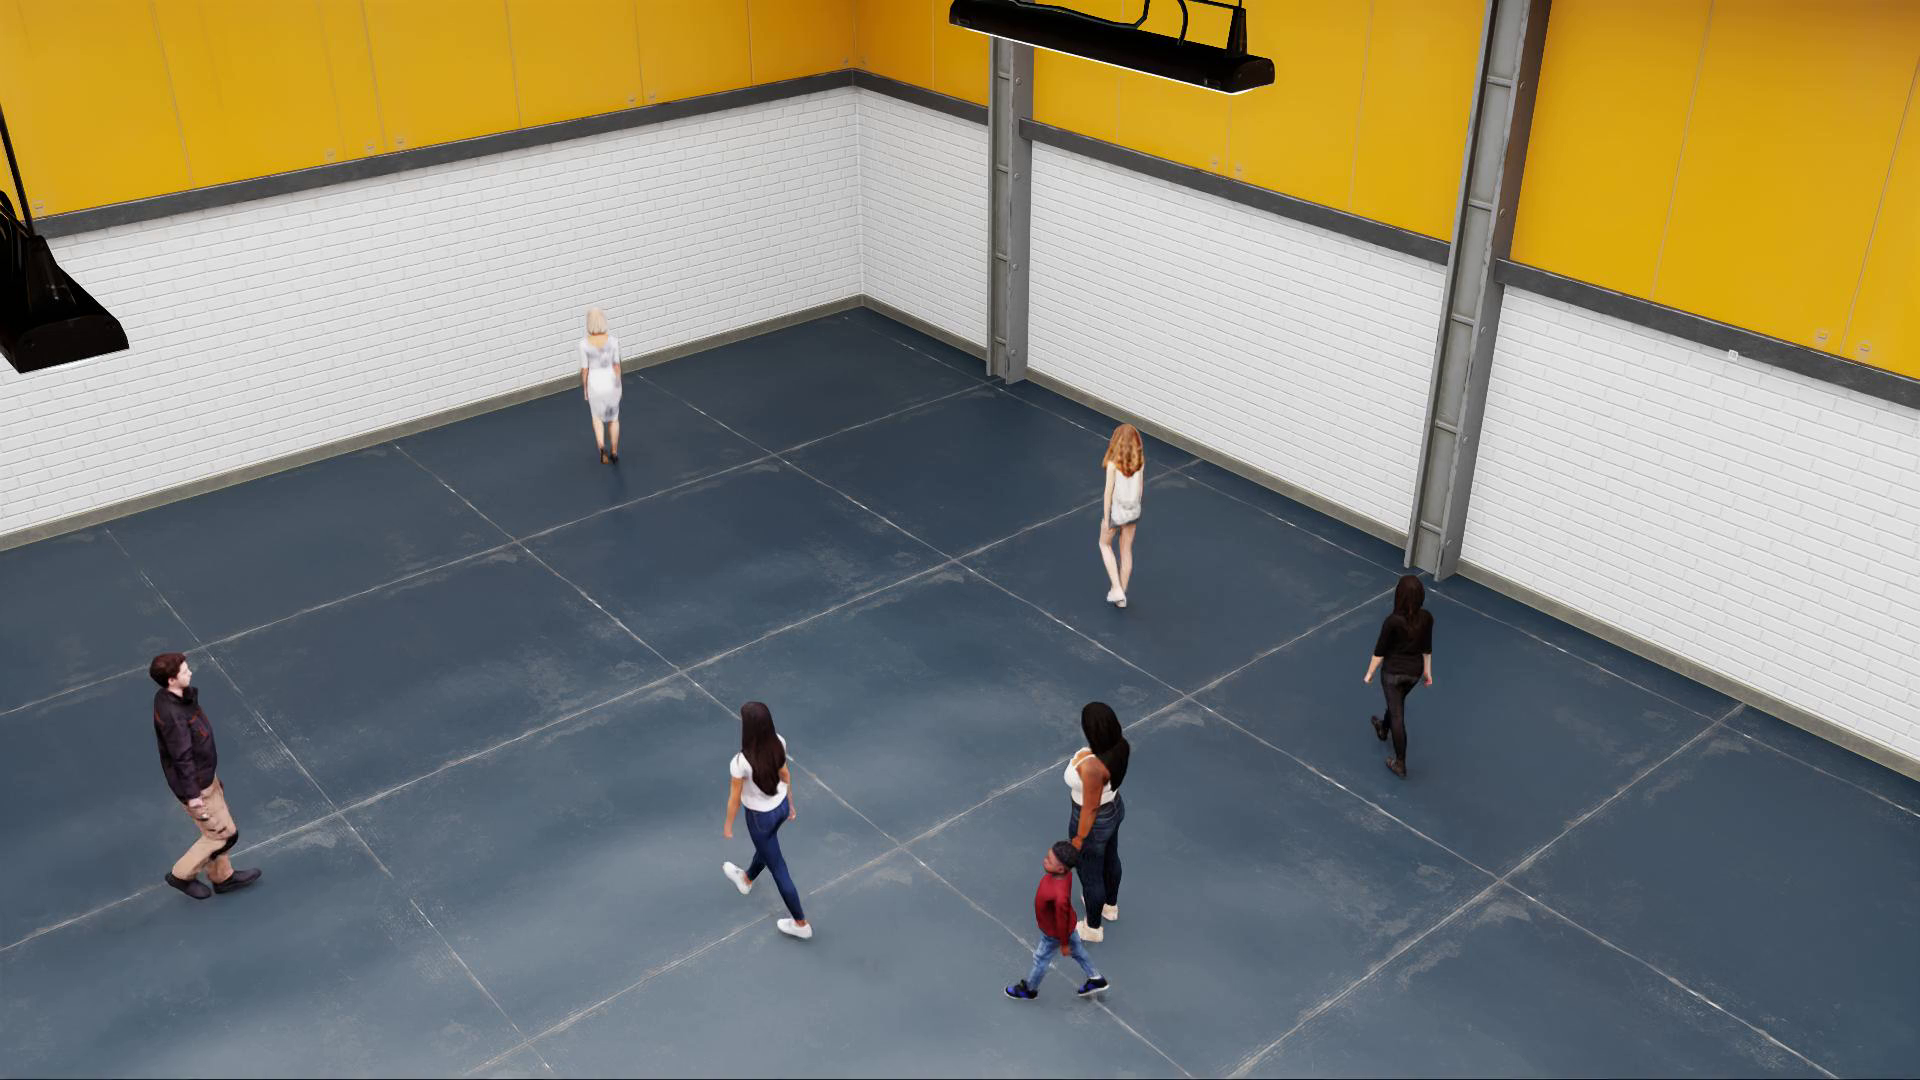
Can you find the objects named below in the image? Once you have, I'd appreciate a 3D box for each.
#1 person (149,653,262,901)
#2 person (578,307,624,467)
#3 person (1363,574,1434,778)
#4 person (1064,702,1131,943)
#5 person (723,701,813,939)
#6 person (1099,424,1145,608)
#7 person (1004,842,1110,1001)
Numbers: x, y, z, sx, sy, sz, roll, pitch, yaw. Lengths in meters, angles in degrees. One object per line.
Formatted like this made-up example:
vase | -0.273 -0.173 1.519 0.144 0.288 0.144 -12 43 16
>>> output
person | -5.195 1.619 11.099 0.880 1.912 0.841 -13 31 -22
person | -3.633 -1.522 17.039 0.734 1.738 0.827 -6 29 -11
person | 3.349 1.046 12.452 0.837 1.623 1.023 -8 30 -15
person | 0.910 1.824 10.836 0.714 1.805 0.718 16 32 27
person | -1.184 1.862 10.839 1.146 1.735 0.790 19 34 31
person | 1.464 -0.166 14.541 0.683 1.749 0.737 -10 30 -18
person | 0.682 2.394 10.379 0.932 1.241 0.840 4 29 7
